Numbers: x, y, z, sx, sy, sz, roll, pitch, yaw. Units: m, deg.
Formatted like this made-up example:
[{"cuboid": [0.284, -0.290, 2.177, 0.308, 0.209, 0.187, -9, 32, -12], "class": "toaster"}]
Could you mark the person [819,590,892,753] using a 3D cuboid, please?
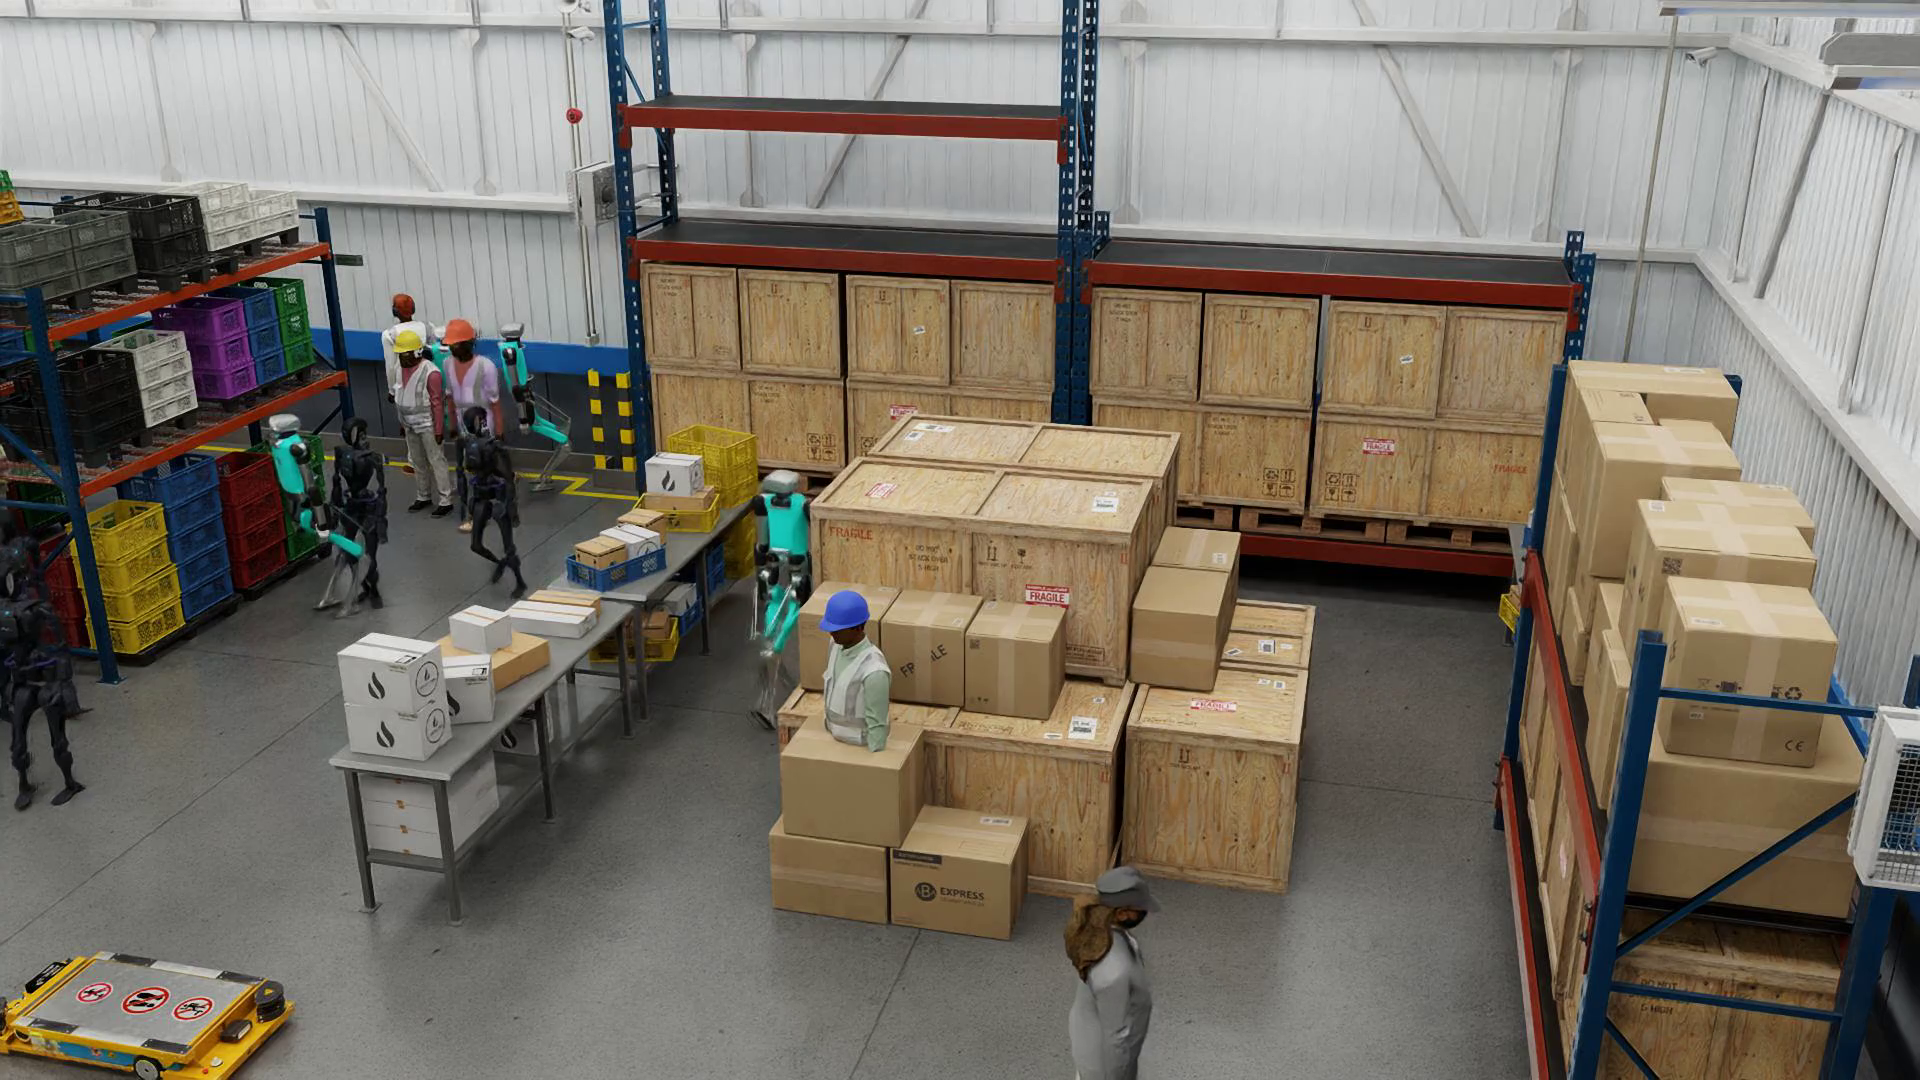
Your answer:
[{"cuboid": [-0.605, 1.180, 9.627, 0.411, 1.939, 0.602, -11, 23, -26], "class": "person"}]

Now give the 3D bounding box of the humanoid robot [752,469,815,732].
[{"cuboid": [-1.362, 0.465, 11.823, 0.557, 1.796, 0.940, 9, 23, 22], "class": "humanoid robot"}]

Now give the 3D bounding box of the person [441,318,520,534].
[{"cuboid": [-4.461, -1.115, 15.518, 0.618, 2.017, 0.786, 12, 24, 28], "class": "person"}]

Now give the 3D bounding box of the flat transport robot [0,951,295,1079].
[{"cuboid": [-4.270, 2.464, 8.601, 1.431, 0.231, 0.659, 5, 22, 13], "class": "flat transport robot"}]

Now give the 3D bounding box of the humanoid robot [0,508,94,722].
[{"cuboid": [-6.613, 0.546, 11.698, 0.752, 1.621, 0.614, 7, 22, 19], "class": "humanoid robot"}]

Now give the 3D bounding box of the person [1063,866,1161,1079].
[{"cuboid": [0.639, 2.194, 7.211, 0.407, 1.762, 0.564, -1, 21, -2], "class": "person"}]

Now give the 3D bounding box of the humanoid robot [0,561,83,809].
[{"cuboid": [-5.920, 0.937, 10.622, 0.594, 1.652, 0.407, 1, 21, 4], "class": "humanoid robot"}]

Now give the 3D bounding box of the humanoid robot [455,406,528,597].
[{"cuboid": [-3.925, -0.353, 14.001, 0.596, 1.641, 0.414, 7, 22, 18], "class": "humanoid robot"}]

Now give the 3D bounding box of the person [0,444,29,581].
[{"cuboid": [-8.154, -0.404, 13.918, 0.432, 1.836, 0.617, -4, 21, -9], "class": "person"}]

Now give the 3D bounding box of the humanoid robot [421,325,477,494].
[{"cuboid": [-4.915, -1.299, 16.385, 0.530, 1.783, 0.750, -1, 21, -3], "class": "humanoid robot"}]

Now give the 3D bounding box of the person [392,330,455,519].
[{"cuboid": [-5.111, -1.104, 15.763, 0.589, 1.824, 0.405, 12, 24, 29], "class": "person"}]

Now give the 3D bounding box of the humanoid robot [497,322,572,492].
[{"cuboid": [-4.066, -1.303, 16.213, 0.735, 1.674, 0.533, -4, 21, -10], "class": "humanoid robot"}]

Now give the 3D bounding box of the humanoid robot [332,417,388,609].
[{"cuboid": [-4.921, -0.223, 13.690, 0.601, 1.642, 0.344, 10, 23, 24], "class": "humanoid robot"}]

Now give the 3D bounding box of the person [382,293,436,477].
[{"cuboid": [-5.553, -1.576, 16.908, 0.573, 1.884, 0.356, -19, 28, -41], "class": "person"}]

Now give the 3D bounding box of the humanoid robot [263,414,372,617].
[{"cuboid": [-5.163, -0.215, 13.538, 0.528, 1.765, 0.743, 17, 27, 38], "class": "humanoid robot"}]
